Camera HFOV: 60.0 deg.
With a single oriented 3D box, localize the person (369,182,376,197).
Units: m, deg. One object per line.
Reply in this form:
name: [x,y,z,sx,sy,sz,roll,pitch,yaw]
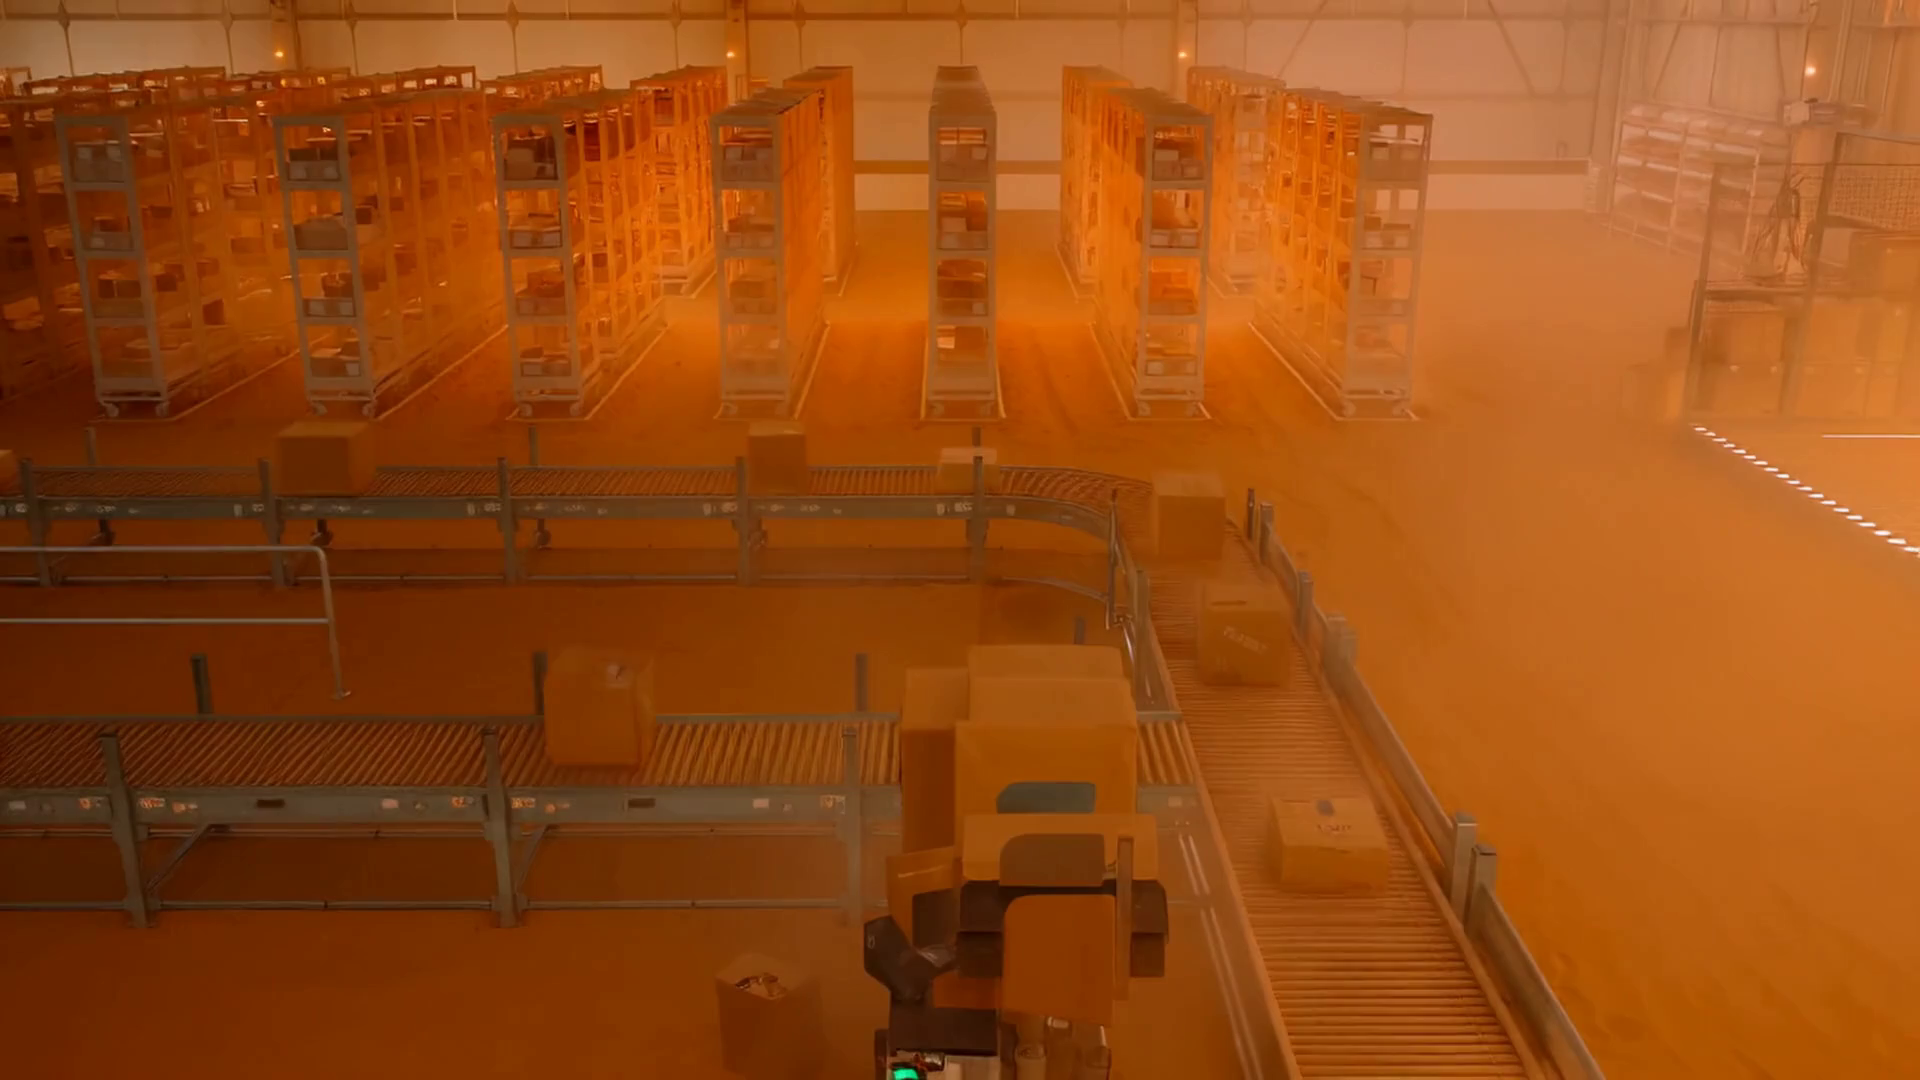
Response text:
person: [-12.758,-7.586,36.017,0.376,1.844,0.573,15,23,39]
